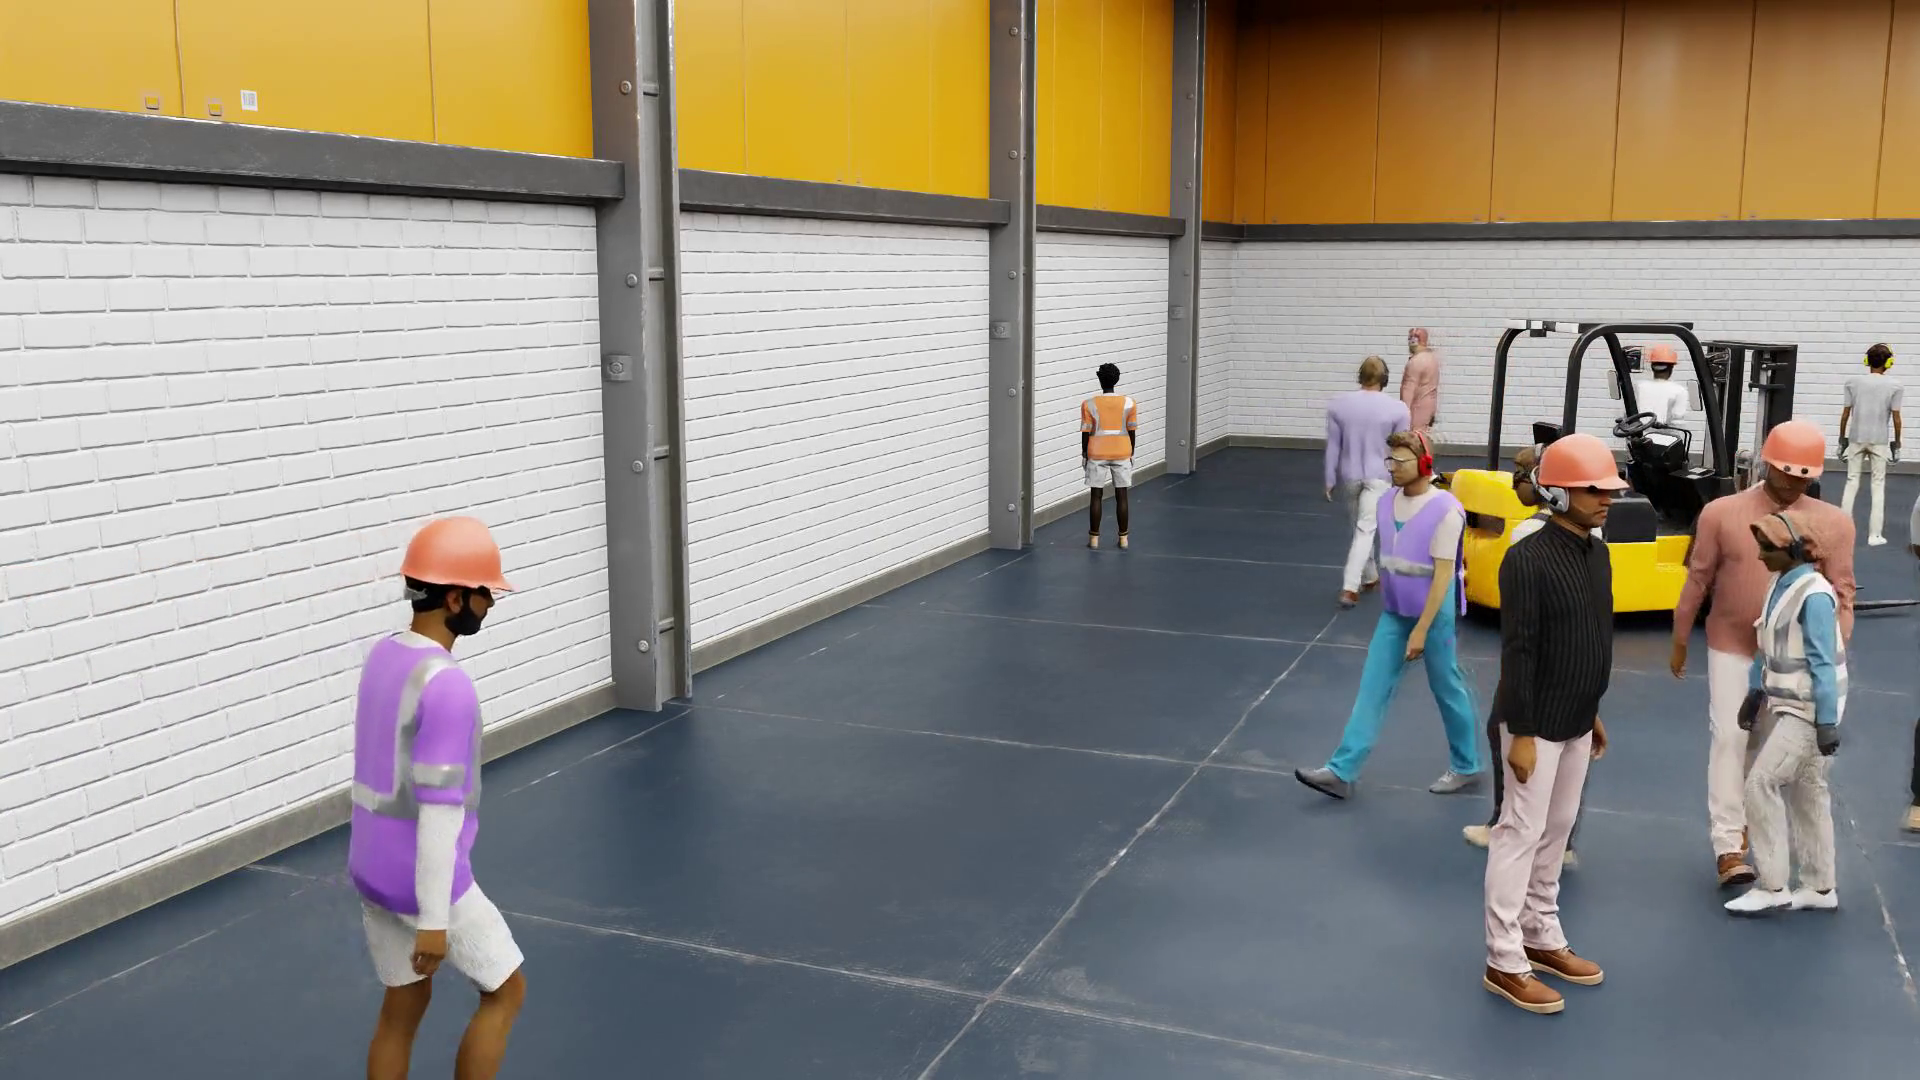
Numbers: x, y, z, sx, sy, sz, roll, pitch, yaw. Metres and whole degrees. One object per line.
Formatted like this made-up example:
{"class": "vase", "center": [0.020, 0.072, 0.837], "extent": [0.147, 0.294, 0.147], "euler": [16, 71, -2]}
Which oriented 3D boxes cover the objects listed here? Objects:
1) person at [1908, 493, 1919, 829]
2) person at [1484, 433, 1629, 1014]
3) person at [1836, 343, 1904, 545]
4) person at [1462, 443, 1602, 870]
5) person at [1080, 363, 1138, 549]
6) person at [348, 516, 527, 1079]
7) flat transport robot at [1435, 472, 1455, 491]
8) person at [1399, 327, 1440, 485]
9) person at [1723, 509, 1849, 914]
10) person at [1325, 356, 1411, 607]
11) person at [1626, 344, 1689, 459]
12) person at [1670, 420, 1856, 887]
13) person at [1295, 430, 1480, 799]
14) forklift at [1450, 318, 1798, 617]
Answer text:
{"class": "person", "center": [4.767, 0.299, 7.629], "extent": [1.059, 2.000, 0.744], "euler": [-7, 12, -35]}
{"class": "person", "center": [2.089, 0.621, 5.814], "extent": [0.610, 1.996, 0.384], "euler": [-8, 13, -42]}
{"class": "person", "center": [8.369, -0.878, 15.318], "extent": [0.523, 1.863, 0.326], "euler": [7, 12, 38]}
{"class": "person", "center": [2.502, 0.488, 7.151], "extent": [0.593, 1.824, 0.529], "euler": [-4, 10, -24]}
{"class": "person", "center": [1.346, -0.754, 15.076], "extent": [0.532, 1.694, 0.320], "euler": [0, 9, -2]}
{"class": "person", "center": [-1.409, 0.884, 4.497], "extent": [0.572, 1.907, 0.548], "euler": [-9, 13, -43]}
{"class": "flat transport robot", "center": [5.929, -0.593, 18.382], "extent": [0.652, 0.197, 1.431], "euler": [-3, 10, -16]}
{"class": "person", "center": [5.065, -1.419, 18.498], "extent": [0.426, 1.888, 0.651], "euler": [5, 11, 28]}
{"class": "person", "center": [3.241, 0.681, 6.560], "extent": [0.556, 1.616, 0.528], "euler": [2, 10, 13]}
{"class": "person", "center": [3.109, -0.452, 12.667], "extent": [0.649, 1.889, 1.035], "euler": [6, 11, 34]}
{"class": "person", "center": [6.112, -0.780, 14.685], "extent": [0.543, 1.883, 0.998], "euler": [8, 12, 39]}
{"class": "person", "center": [3.344, 0.466, 6.914], "extent": [0.655, 1.935, 0.996], "euler": [3, 10, 16]}
{"class": "person", "center": [2.123, 0.371, 7.934], "extent": [0.985, 1.787, 0.564], "euler": [-5, 11, -28]}
{"class": "forklift", "center": [4.706, -0.497, 11.990], "extent": [2.313, 2.155, 1.214], "euler": [-2, 10, -10]}
